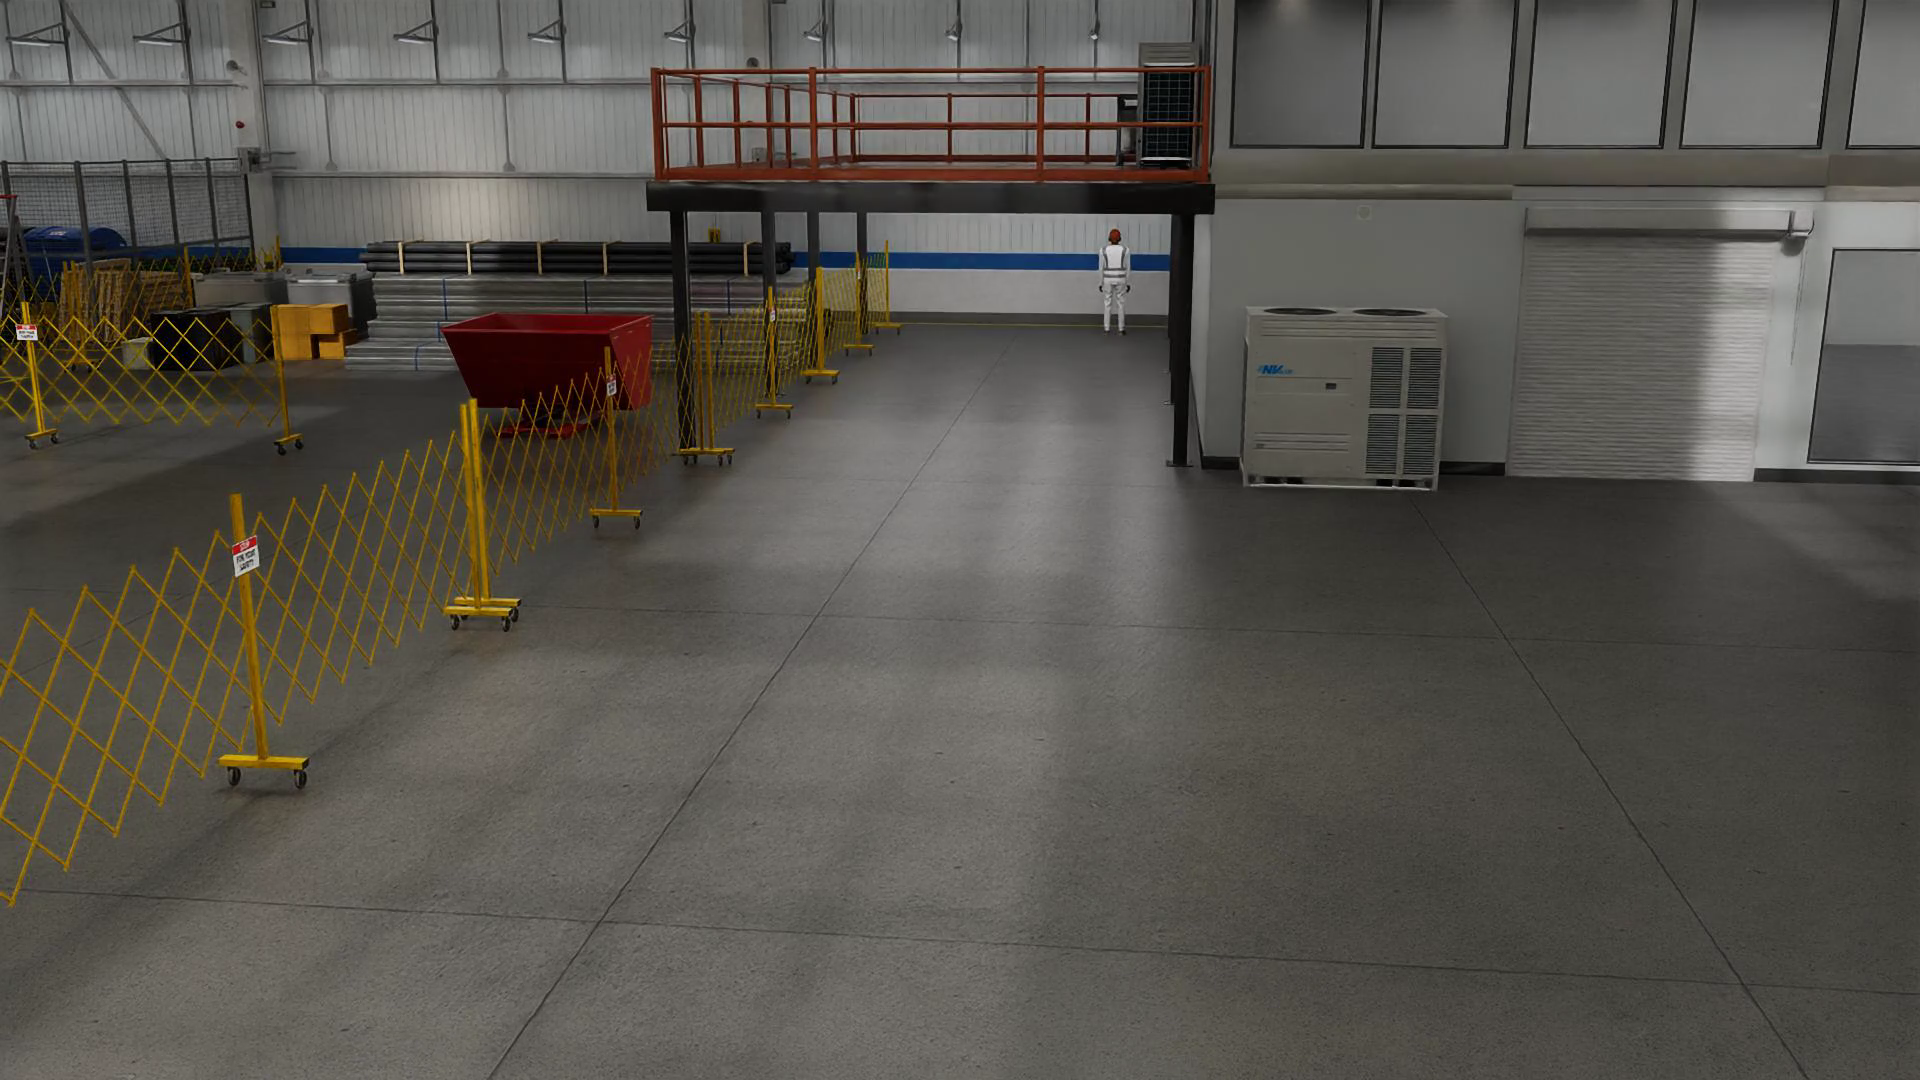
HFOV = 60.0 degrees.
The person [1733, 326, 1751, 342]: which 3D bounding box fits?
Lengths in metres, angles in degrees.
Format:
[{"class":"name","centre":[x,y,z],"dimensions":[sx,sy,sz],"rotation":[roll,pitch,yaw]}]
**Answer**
[{"class":"person","centre":[12.780,-3.975,27.129],"dimensions":[0.520,1.873,0.333],"rotation":[7,15,26]}]

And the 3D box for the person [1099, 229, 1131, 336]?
[{"class":"person","centre":[2.748,-4.573,29.562],"dimensions":[0.575,1.885,0.355],"rotation":[2,14,7]}]
